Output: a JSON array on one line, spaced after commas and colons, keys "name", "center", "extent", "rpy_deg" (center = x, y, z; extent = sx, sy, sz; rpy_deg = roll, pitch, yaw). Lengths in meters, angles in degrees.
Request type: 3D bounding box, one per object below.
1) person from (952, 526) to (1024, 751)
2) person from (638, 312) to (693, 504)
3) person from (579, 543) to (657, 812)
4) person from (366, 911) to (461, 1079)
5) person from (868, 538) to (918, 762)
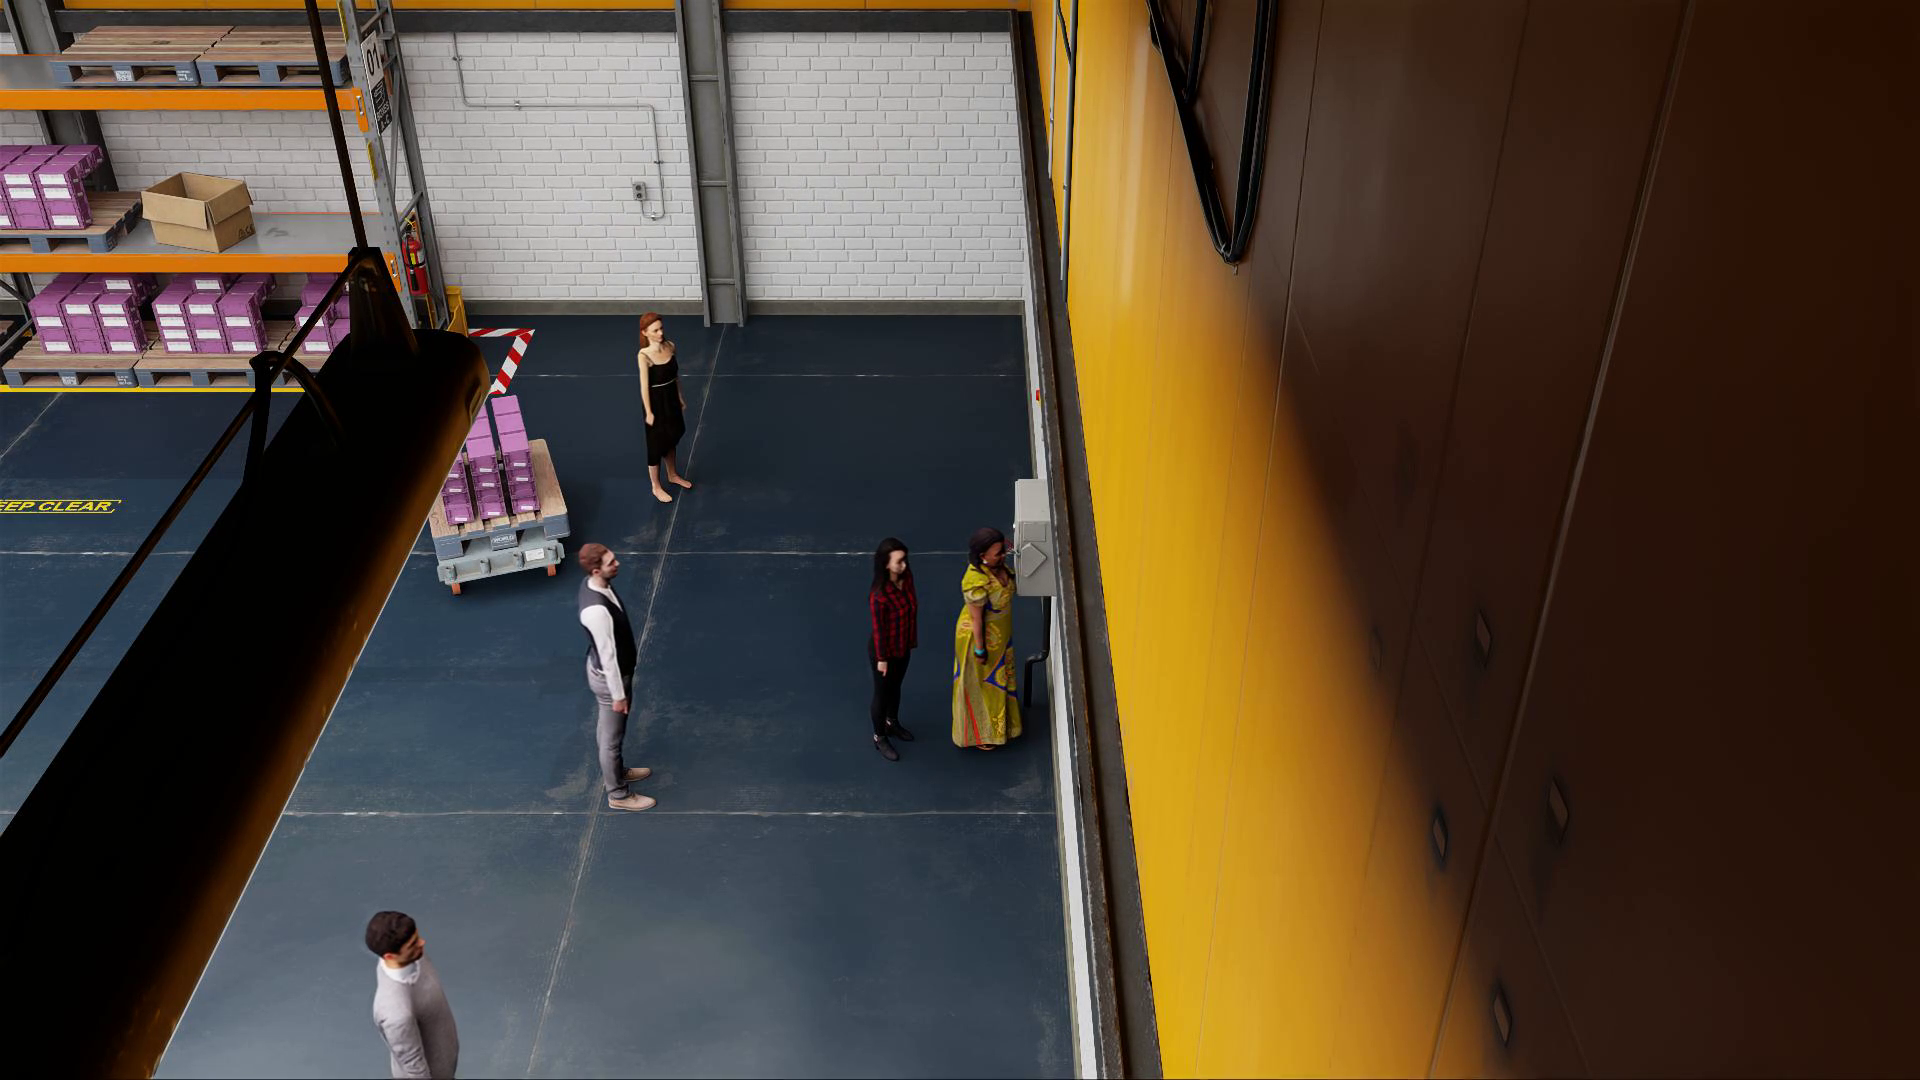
[{"name": "person", "center": [0.167, 0.615, 10.959], "extent": [0.881, 1.660, 0.933], "rpy_deg": [8, 35, 12]}, {"name": "person", "center": [-2.444, -1.112, 13.589], "extent": [0.719, 1.624, 0.675], "rpy_deg": [22, 40, 30]}, {"name": "person", "center": [-2.190, 0.826, 10.390], "extent": [0.630, 1.938, 0.709], "rpy_deg": [-7, 34, -10]}, {"name": "person", "center": [-2.553, 2.474, 7.926], "extent": [0.713, 1.922, 0.803], "rpy_deg": [-8, 34, -12]}, {"name": "person", "center": [-0.460, 0.687, 10.854], "extent": [0.669, 1.656, 0.660], "rpy_deg": [18, 38, 25]}]
